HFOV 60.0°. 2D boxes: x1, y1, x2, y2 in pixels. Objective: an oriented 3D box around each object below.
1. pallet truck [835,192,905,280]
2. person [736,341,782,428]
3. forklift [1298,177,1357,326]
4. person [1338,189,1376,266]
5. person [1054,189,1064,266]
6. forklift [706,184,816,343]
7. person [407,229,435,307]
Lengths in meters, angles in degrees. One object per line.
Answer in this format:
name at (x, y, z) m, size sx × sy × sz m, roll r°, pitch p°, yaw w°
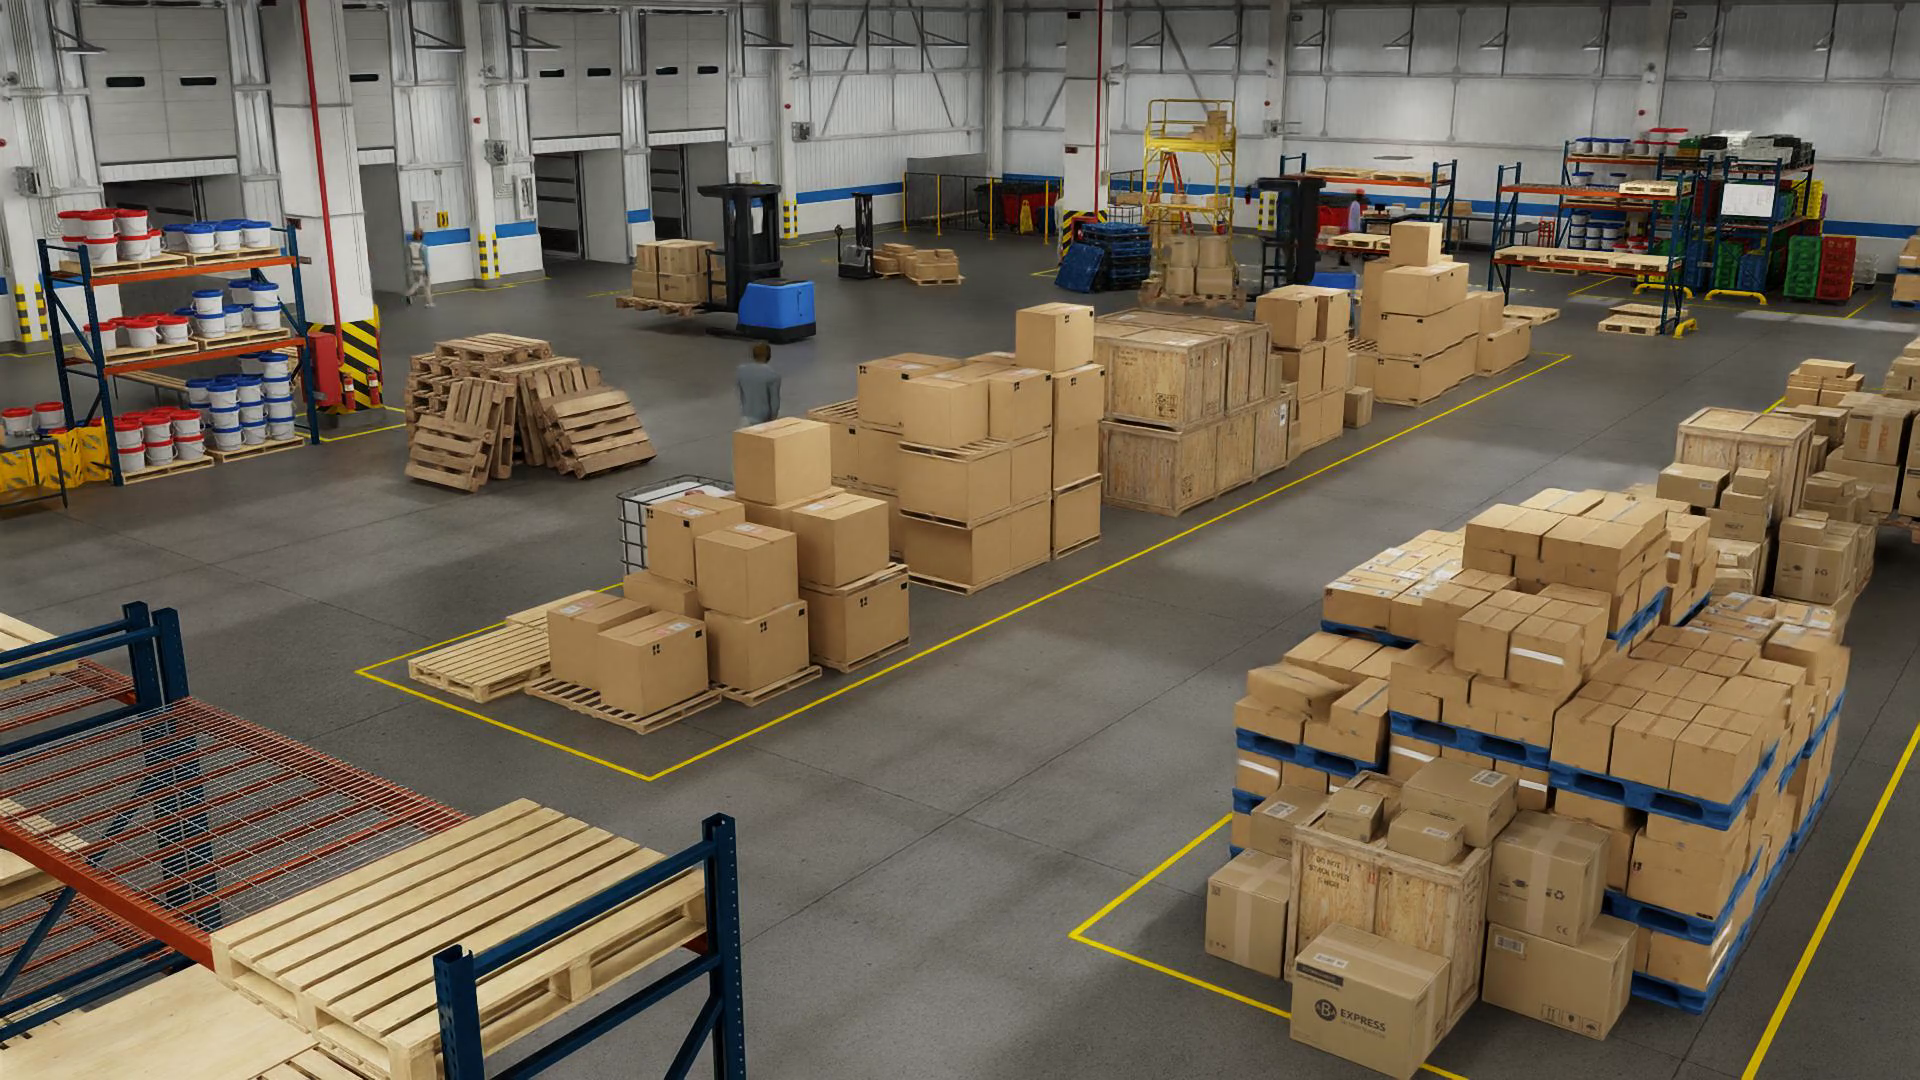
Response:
pallet truck at (-1.936, -7.159, 38.982) m, size 1.885 × 1.965 × 0.823 m, roll -12°, pitch 21°, yaw -34°
person at (-2.477, -1.497, 20.442) m, size 0.626 × 1.892 × 1.023 m, roll 6°, pitch 18°, yaw 18°
forklift at (6.774, -5.602, 32.324) m, size 1.873 × 2.768 × 1.129 m, roll 3°, pitch 17°, yaw 10°
person at (9.807, -7.669, 40.878) m, size 0.991 × 1.866 × 0.616 m, roll 3°, pitch 17°, yaw 11°
person at (2.608, -7.678, 40.803) m, size 0.632 × 1.940 × 0.372 m, roll 12°, pitch 21°, yaw 35°
forklift at (-3.717, -5.181, 30.929) m, size 1.873 × 2.768 × 1.129 m, roll 12°, pitch 21°, yaw 35°
person at (-11.250, -5.628, 34.548) m, size 0.524 × 1.620 × 0.550 m, roll 8°, pitch 19°, yaw 25°
